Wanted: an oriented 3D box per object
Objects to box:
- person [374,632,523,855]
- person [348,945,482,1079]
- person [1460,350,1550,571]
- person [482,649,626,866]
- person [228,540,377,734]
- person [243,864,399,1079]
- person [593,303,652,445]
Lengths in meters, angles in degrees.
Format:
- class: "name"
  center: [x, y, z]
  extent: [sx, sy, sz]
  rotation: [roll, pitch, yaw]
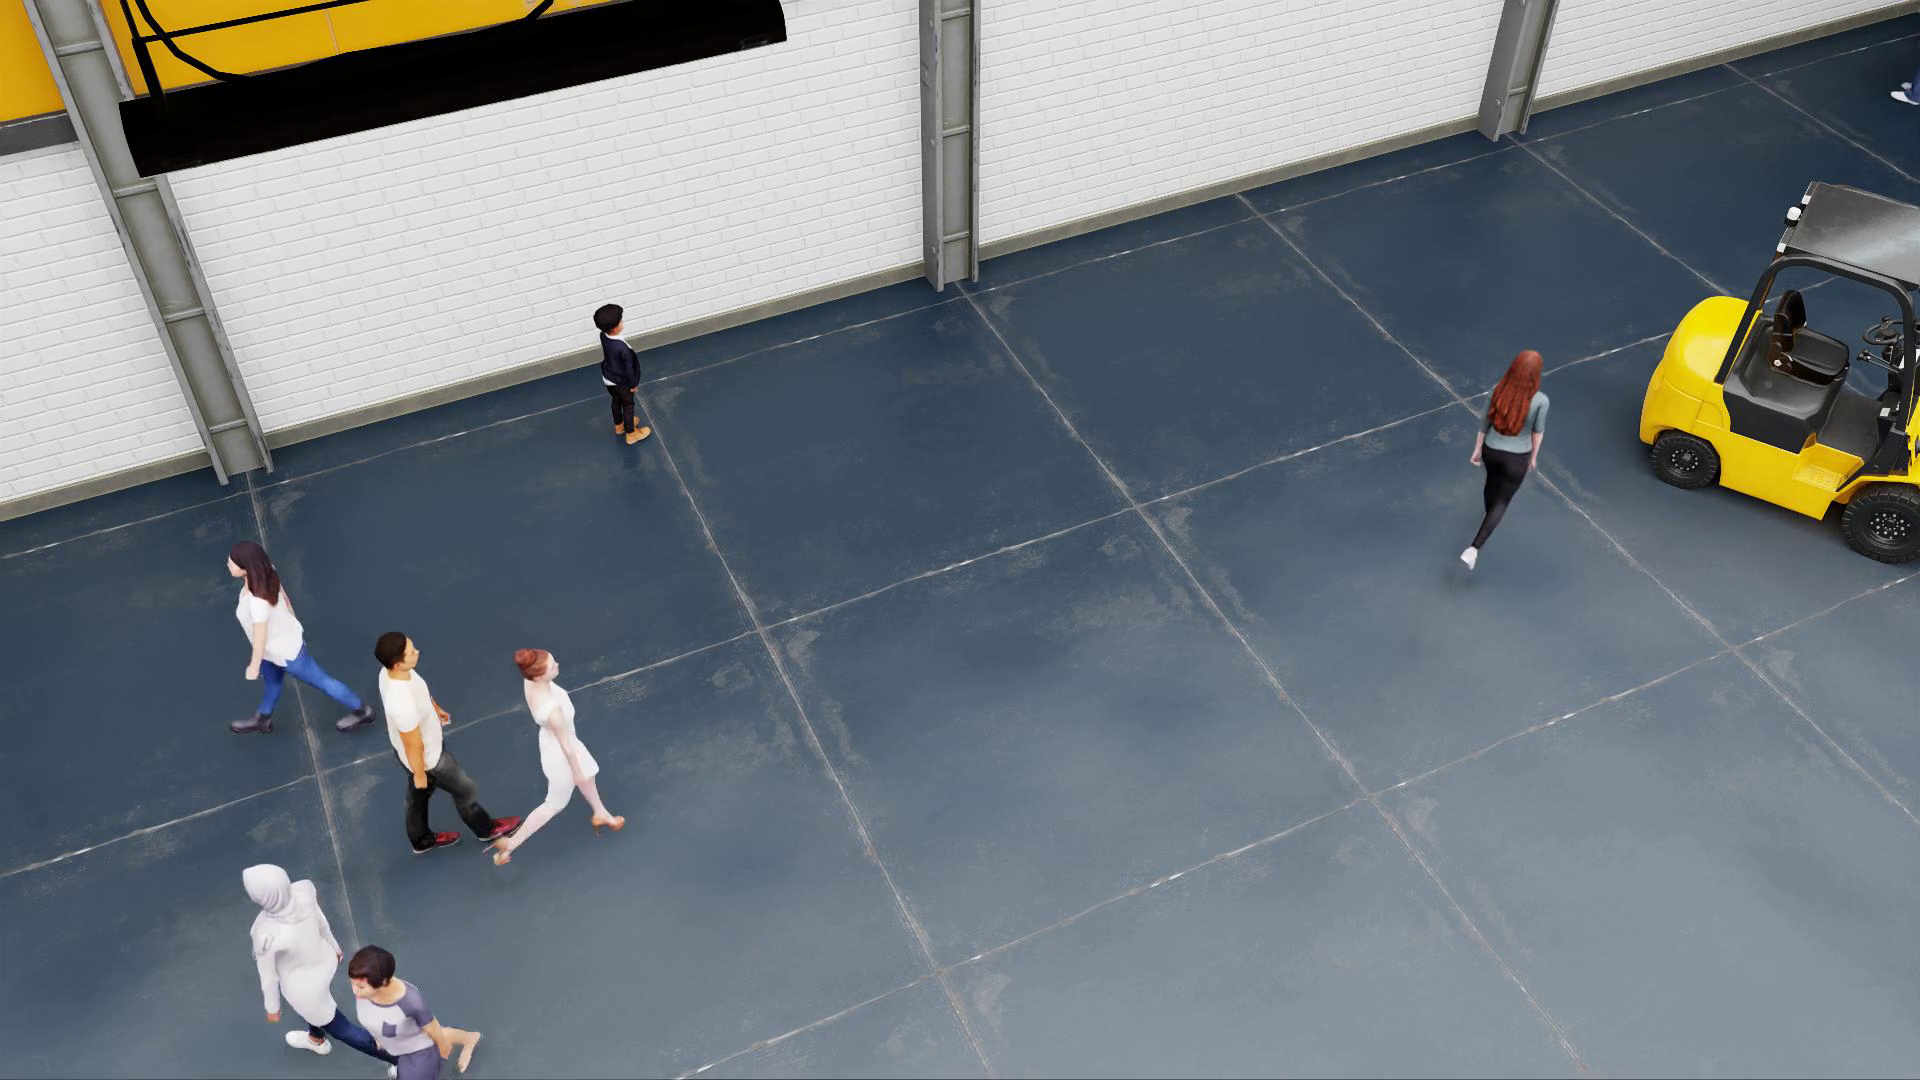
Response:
- class: "person"
  center: [-3.211, 1.234, 9.641]
  extent: [0.873, 1.782, 0.650]
  rotation: [-19, 47, -19]
- class: "person"
  center: [-2.774, 2.485, 8.514]
  extent: [0.961, 1.525, 1.095]
  rotation: [20, 47, 19]
- class: "person"
  center: [3.761, -0.528, 11.538]
  extent: [0.962, 1.716, 1.190]
  rotation: [25, 49, 24]
- class: "person"
  center: [-2.408, 1.287, 9.596]
  extent: [1.069, 1.766, 0.581]
  rotation: [-19, 47, -19]
- class: "person"
  center: [-4.101, 0.670, 10.342]
  extent: [1.152, 1.630, 0.705]
  rotation: [-12, 45, -13]
- class: "person"
  center: [-3.271, 2.283, 8.569]
  extent: [1.203, 1.741, 1.070]
  rotation: [8, 44, 8]
- class: "person"
  center: [-2.608, -1.276, 12.681]
  extent: [0.566, 1.223, 0.557]
  rotation: [-34, 53, -30]
